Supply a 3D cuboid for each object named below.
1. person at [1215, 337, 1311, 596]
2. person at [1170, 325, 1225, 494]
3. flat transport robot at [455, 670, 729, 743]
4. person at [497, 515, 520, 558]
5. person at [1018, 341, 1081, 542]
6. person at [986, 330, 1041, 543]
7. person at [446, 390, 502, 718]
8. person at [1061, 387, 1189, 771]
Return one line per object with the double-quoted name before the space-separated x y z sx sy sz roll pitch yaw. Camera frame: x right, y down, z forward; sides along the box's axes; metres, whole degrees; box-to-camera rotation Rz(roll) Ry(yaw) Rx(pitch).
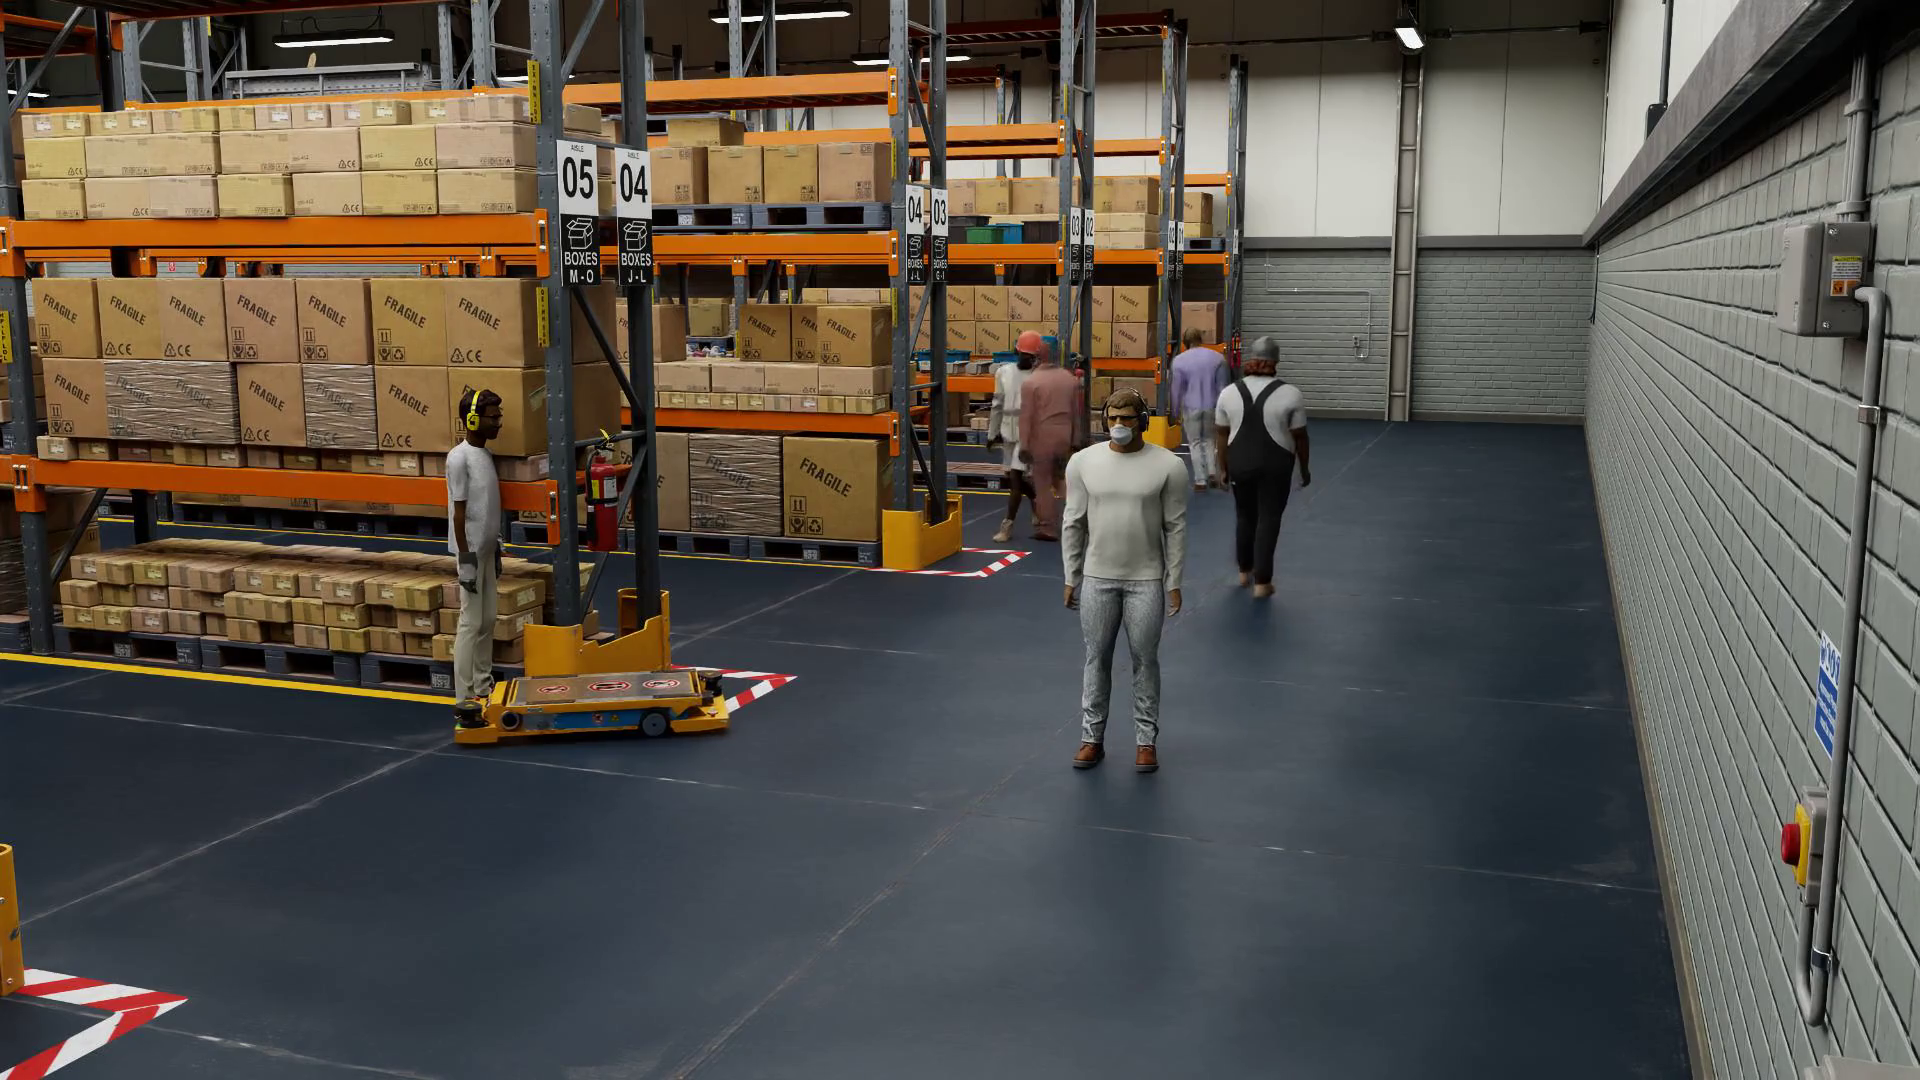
"person" 2.431 -0.610 13.130 0.695 2.000 0.822 5 10 28
"person" 2.701 -1.479 18.966 0.650 1.913 0.470 -3 9 -16
"flat transport robot" -2.018 0.905 9.178 1.431 0.197 0.652 -2 9 -11
"person" -4.039 -0.737 14.236 0.372 1.940 0.632 3 10 19
"person" 0.834 -0.912 15.510 0.653 1.880 0.450 -8 12 -41
"person" 0.621 -0.992 15.691 0.670 1.988 0.907 6 11 34
"person" -2.698 0.086 9.363 0.333 1.860 0.509 1 9 5
"person" 0.821 0.201 8.385 0.636 1.939 0.362 2 9 13
